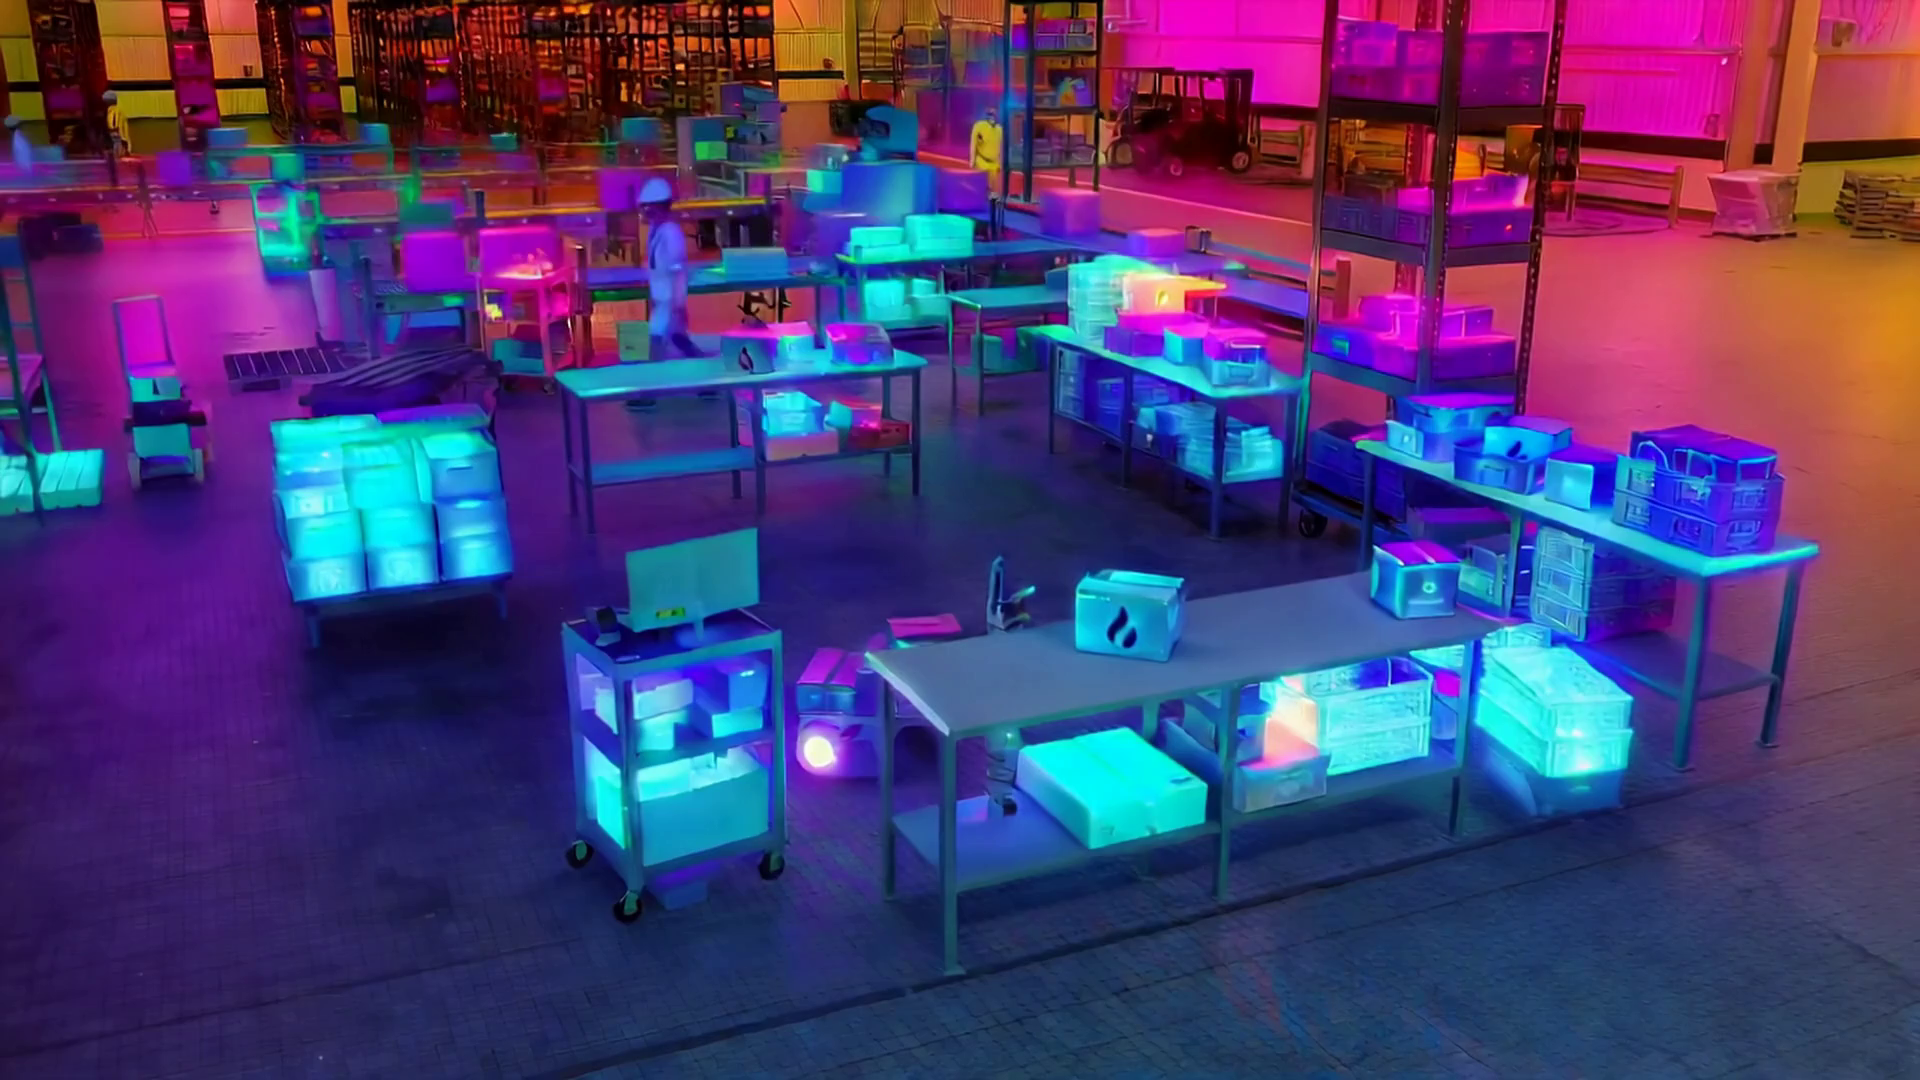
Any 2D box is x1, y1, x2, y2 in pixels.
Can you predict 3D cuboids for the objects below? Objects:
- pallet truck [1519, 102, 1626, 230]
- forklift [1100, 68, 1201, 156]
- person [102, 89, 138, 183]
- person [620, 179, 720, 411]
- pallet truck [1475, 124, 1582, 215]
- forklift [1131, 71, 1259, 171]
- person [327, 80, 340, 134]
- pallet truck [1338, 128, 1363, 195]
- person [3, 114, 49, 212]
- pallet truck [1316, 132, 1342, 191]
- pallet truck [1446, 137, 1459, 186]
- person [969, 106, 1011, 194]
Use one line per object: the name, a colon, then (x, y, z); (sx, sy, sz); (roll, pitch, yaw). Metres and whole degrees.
pallet truck: (9.972, -6.037, 26.785); (1.885, 1.965, 0.823); (-9, 20, -25)
forklift: (4.082, -9.564, 37.410); (2.680, 1.987, 1.157); (-8, 19, -23)
person: (-16.303, -7.750, 32.277); (0.614, 1.939, 0.416); (16, 24, 41)
person: (-2.489, -2.145, 14.522); (1.000, 2.011, 0.627); (-8, 19, -23)
pallet truck: (9.707, -6.455, 28.103); (1.885, 1.965, 0.823); (-7, 19, -20)
forklift: (4.998, -8.936, 35.413); (2.680, 1.987, 1.157); (-9, 20, -25)
person: (-16.730, -11.540, 44.366); (0.373, 1.843, 0.571); (-2, 18, -7)
pallet truck: (7.845, -7.140, 31.411); (1.522, 1.261, 0.704); (-9, 20, -25)
person: (-15.534, -6.167, 27.589); (0.422, 1.745, 0.537); (-13, 22, -35)
pallet truck: (7.723, -7.504, 32.656); (1.601, 1.201, 0.680); (-8, 19, -23)
pallet truck: (9.184, -6.485, 29.328); (1.630, 1.274, 0.653); (-8, 19, -23)
person: (0.540, -6.296, 27.837); (0.672, 1.853, 1.005); (-10, 20, -29)
